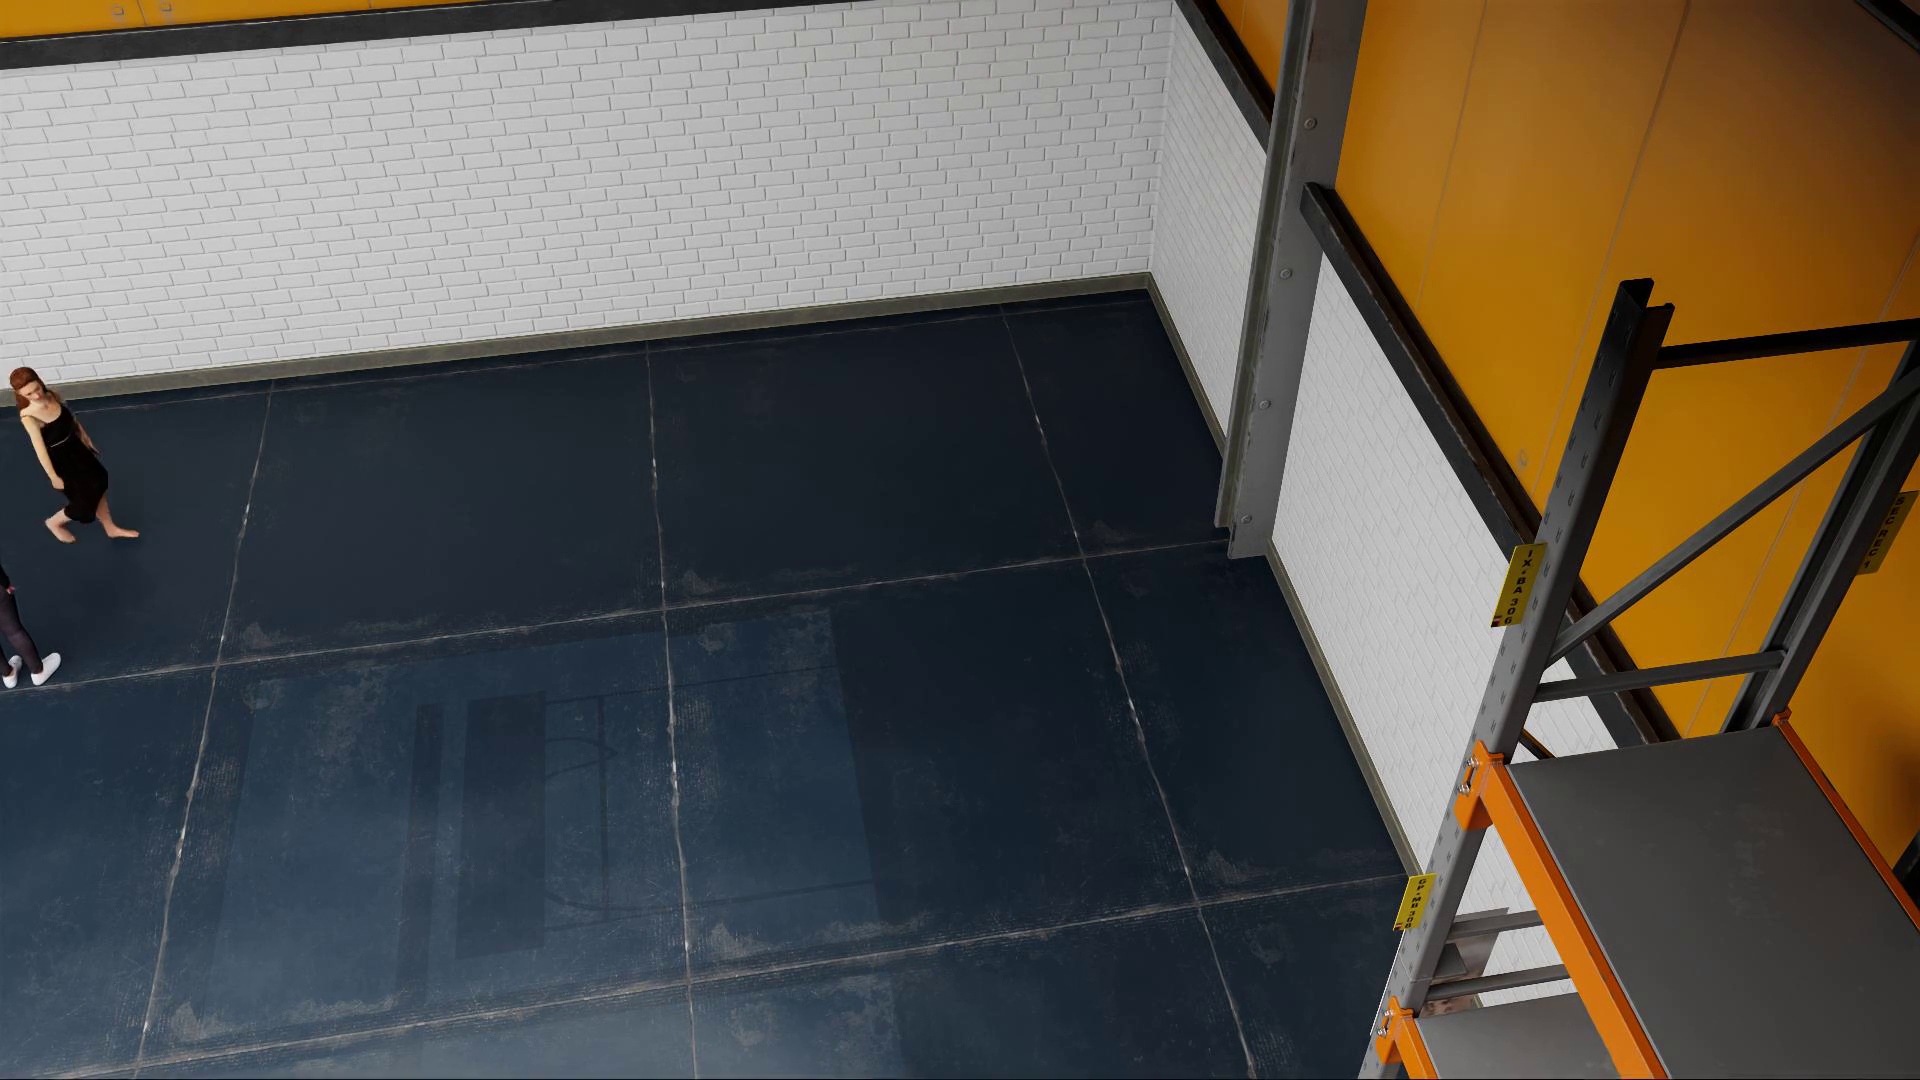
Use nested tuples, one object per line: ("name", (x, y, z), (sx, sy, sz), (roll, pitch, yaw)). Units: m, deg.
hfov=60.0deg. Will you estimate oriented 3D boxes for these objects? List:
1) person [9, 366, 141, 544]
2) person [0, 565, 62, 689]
("person", (-6.273, -0.553, 11.528), (0.751, 1.607, 0.787), (0, 44, 0))
("person", (-6.267, 0.306, 10.569), (0.636, 1.685, 0.586), (0, 44, 0))
